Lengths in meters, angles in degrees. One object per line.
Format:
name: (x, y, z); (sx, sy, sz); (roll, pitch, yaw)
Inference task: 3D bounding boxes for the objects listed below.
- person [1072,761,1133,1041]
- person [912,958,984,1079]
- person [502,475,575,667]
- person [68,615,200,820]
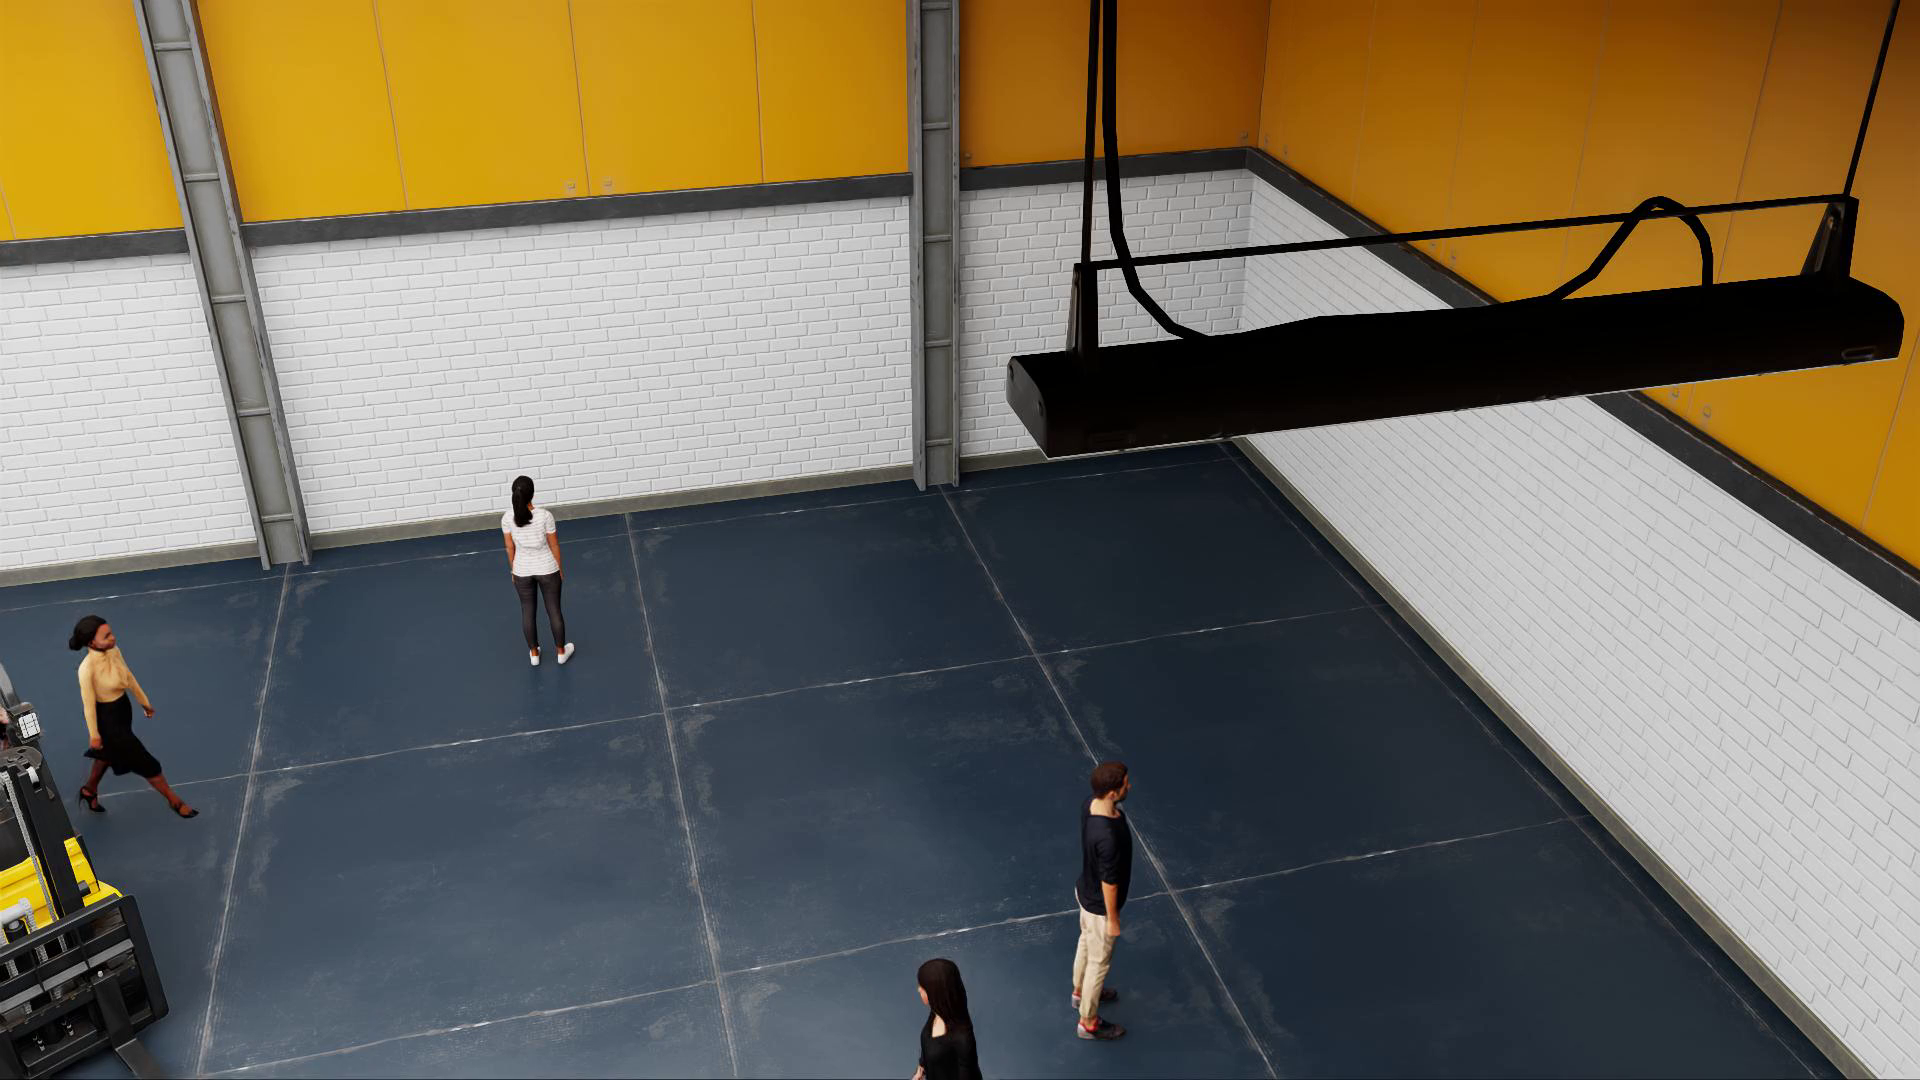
person: (0.792, 2.050, 9.542); (0.563, 1.853, 0.658); (-4, 29, -7)
person: (0.050, 2.772, 8.457); (0.566, 1.624, 0.563); (-9, 30, -16)
person: (-3.334, 0.238, 13.080); (0.528, 1.646, 0.666); (-2, 29, -3)
person: (-5.796, 1.251, 11.264); (1.125, 1.607, 0.766); (0, 29, 0)
